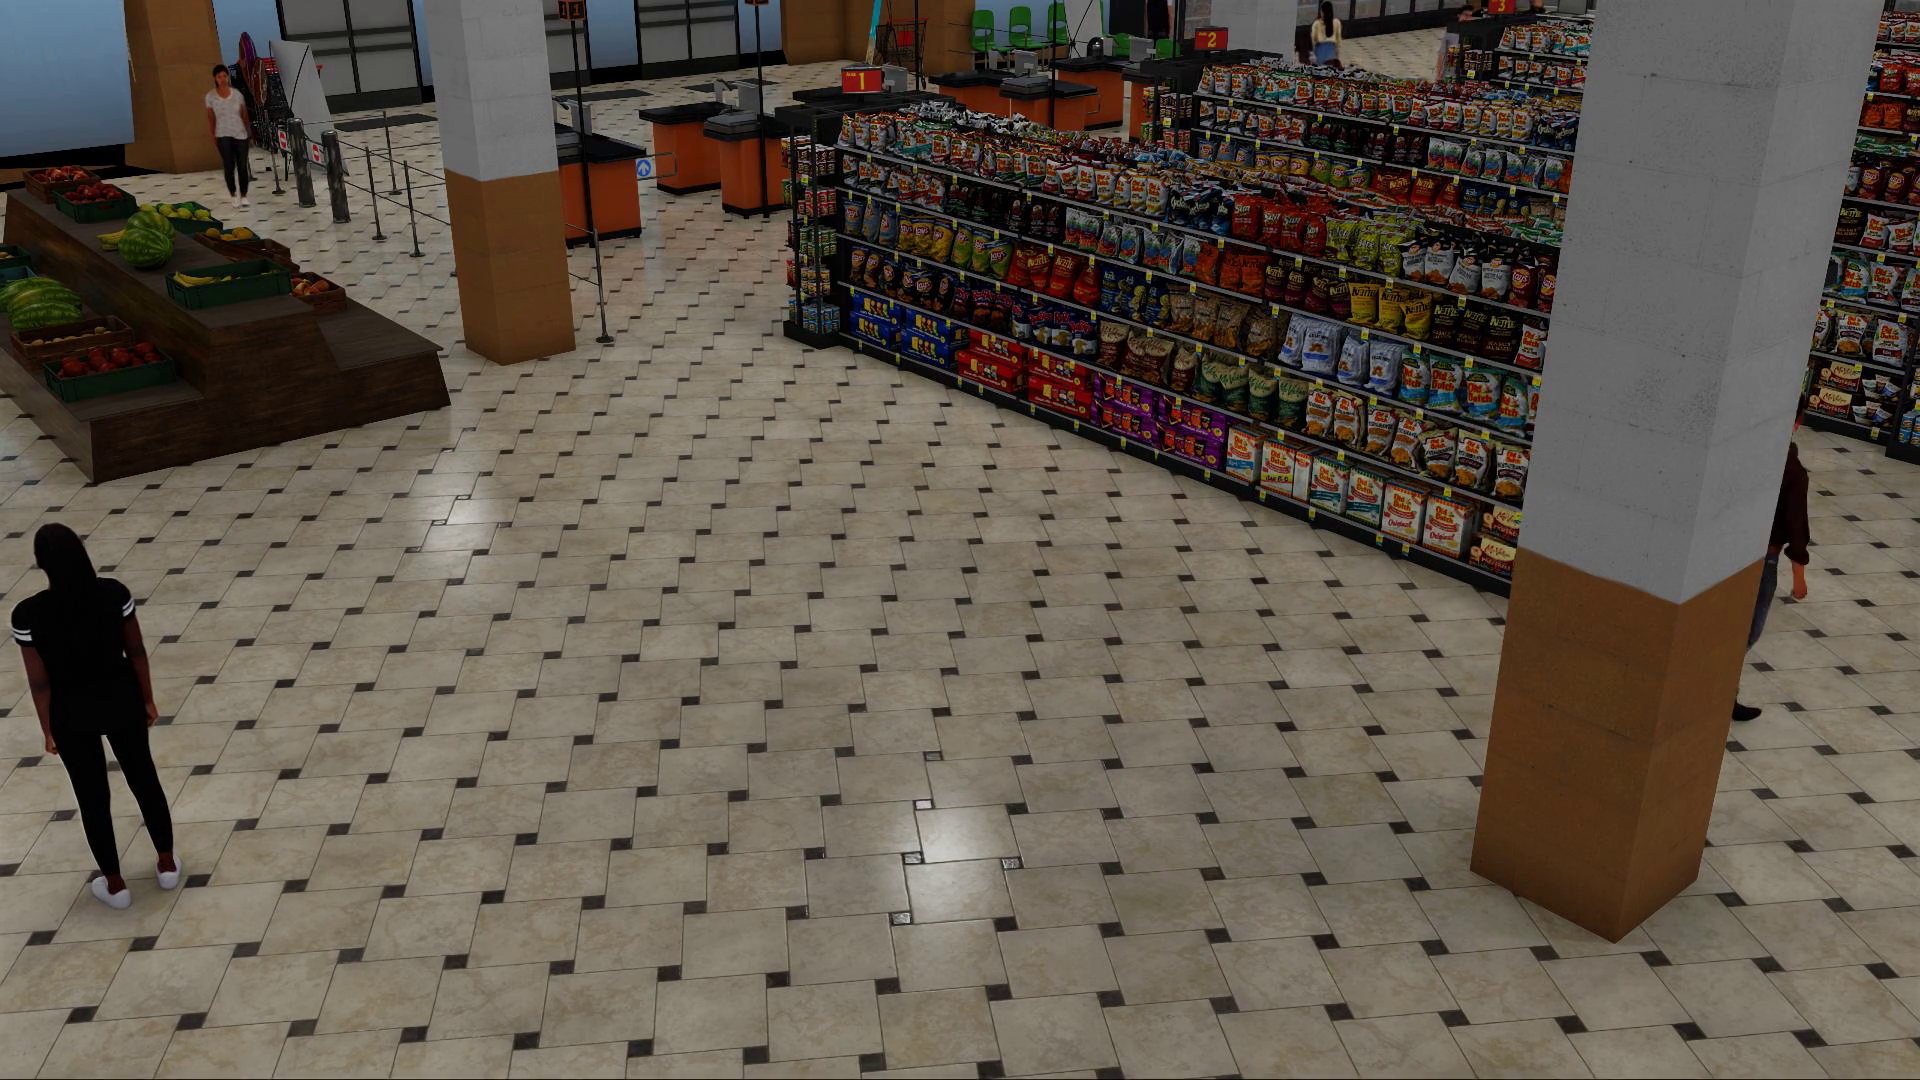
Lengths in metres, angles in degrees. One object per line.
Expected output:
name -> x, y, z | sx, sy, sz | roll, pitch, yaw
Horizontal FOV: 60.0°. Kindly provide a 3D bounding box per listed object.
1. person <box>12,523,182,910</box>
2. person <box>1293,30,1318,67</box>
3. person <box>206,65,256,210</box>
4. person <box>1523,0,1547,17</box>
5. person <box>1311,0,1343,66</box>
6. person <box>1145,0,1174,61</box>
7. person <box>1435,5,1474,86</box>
person -> -3.558, 0.720, 6.867 | 0.598, 1.729, 0.570 | -19, 30, -37
person -> 4.630, -6.017, 22.463 | 0.974, 1.567, 1.147 | -3, 24, -6
person -> -8.493, -4.688, 19.355 | 0.615, 1.625, 0.675 | -14, 27, -30
person -> 8.607, -7.432, 25.353 | 0.866, 1.844, 0.861 | 13, 27, 28
person -> 5.665, -7.479, 25.737 | 0.861, 1.621, 0.922 | 2, 24, 4
person -> 3.357, -8.700, 28.247 | 0.654, 1.846, 0.791 | 12, 26, 25
person -> 6.814, -6.431, 23.023 | 0.875, 1.877, 0.958 | 6, 24, 14
